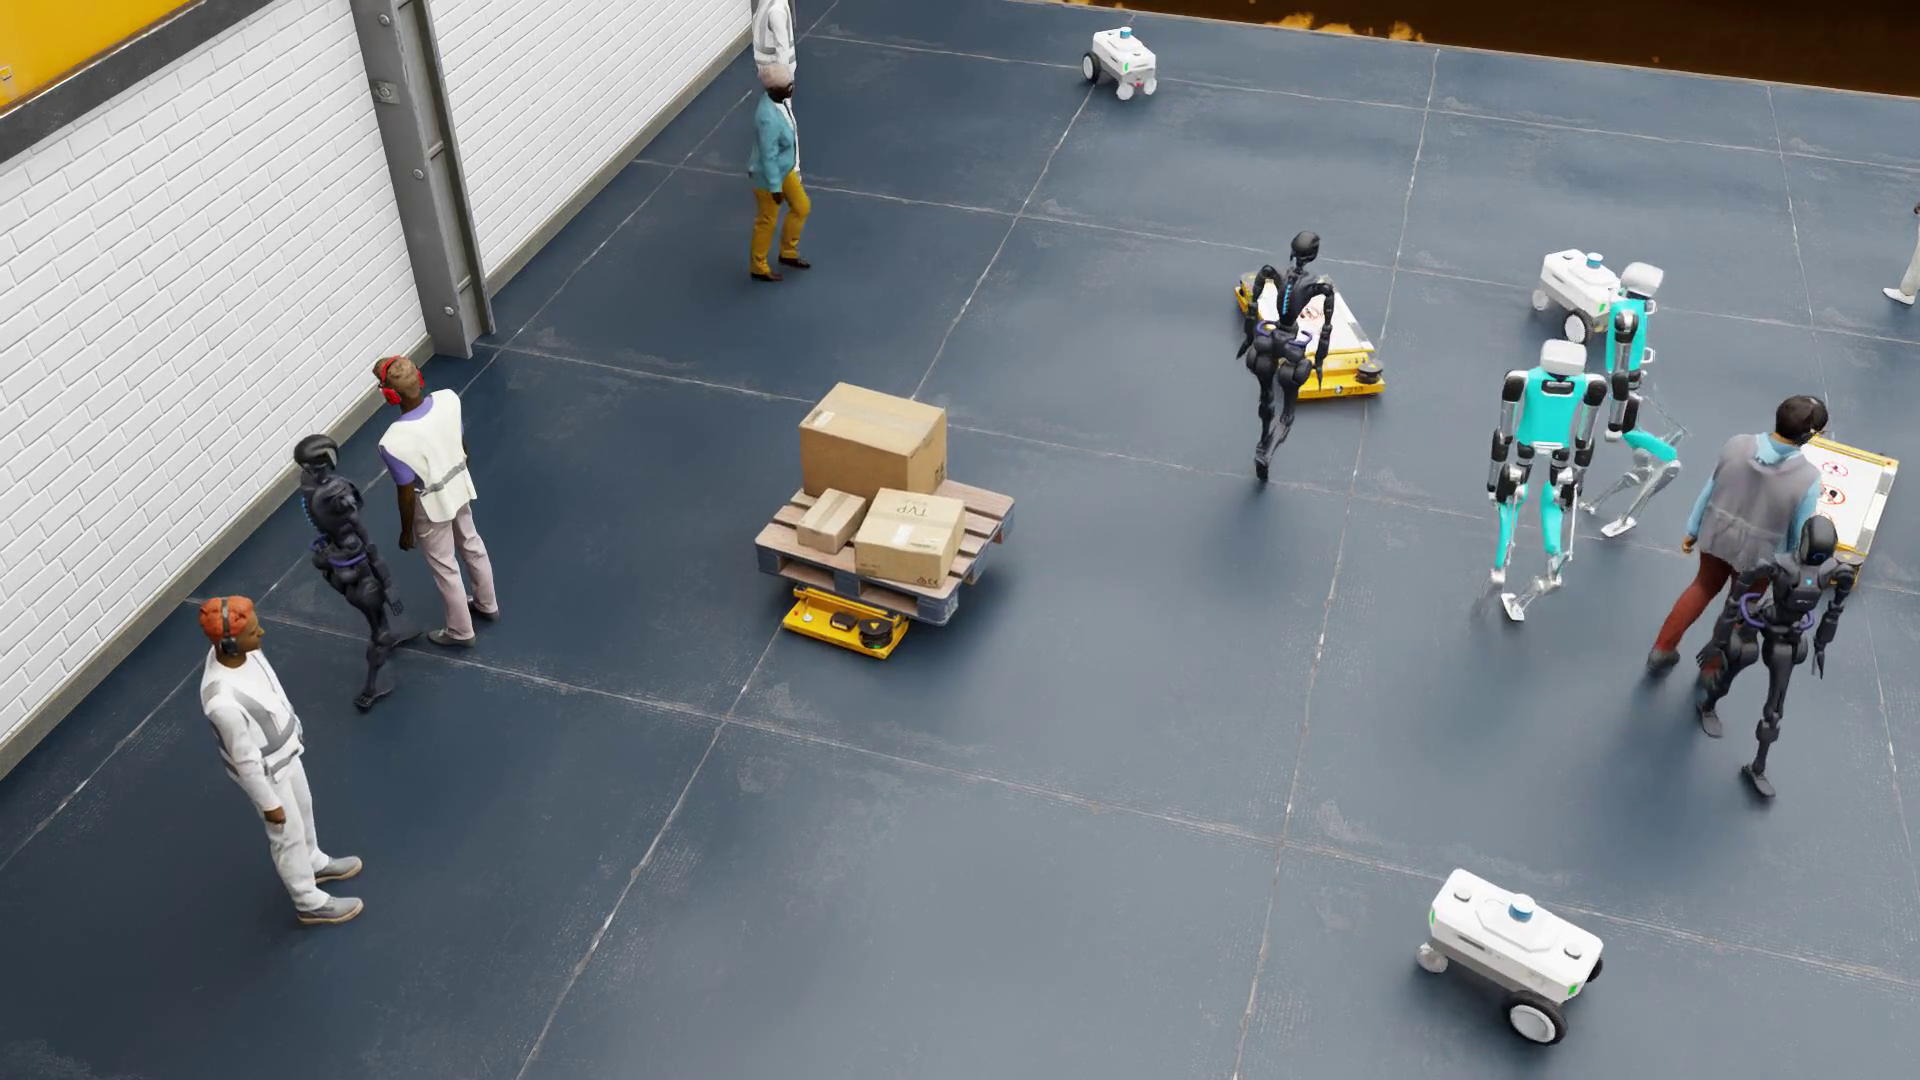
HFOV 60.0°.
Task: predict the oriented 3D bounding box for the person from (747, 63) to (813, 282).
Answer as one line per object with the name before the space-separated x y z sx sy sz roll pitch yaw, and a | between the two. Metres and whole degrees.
person | -1.336 -2.664 12.147 0.573 1.723 0.549 5 39 6

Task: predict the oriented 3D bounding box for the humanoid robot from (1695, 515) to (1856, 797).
humanoid robot | 4.043 0.496 8.290 0.610 1.619 0.721 3 39 4

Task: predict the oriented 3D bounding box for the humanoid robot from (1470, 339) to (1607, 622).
humanoid robot | 3.137 -0.169 9.083 0.554 1.840 0.661 6 39 7

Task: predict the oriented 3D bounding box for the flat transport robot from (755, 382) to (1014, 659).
flat transport robot | -0.417 0.126 9.848 0.659 0.231 1.431 16 42 19

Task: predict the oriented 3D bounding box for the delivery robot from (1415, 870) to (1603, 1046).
delivery robot | 2.491 1.836 7.498 0.805 0.601 0.499 25 45 28

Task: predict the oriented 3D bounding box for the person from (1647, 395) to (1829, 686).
person | 4.098 0.028 8.694 0.501 1.862 0.573 -26 45 -28

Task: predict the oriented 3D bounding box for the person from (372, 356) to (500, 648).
person | -2.815 -0.187 8.986 0.389 1.837 0.562 16 41 18

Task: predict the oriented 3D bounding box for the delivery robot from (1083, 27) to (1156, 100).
delivery robot | 1.485 -4.407 15.271 0.499 0.611 0.783 -14 41 -17

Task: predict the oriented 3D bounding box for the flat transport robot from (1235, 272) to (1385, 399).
flat transport robot | 2.472 -1.482 11.847 0.659 0.231 1.431 -5 39 -7

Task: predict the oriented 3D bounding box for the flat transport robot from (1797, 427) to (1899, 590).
flat transport robot | 5.344 -0.241 10.304 0.659 0.231 1.431 22 44 25

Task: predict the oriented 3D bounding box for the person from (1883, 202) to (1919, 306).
person | 7.124 -2.447 11.954 0.513 1.637 0.312 -9 40 -11

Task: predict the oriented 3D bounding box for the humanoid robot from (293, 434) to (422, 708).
humanoid robot | -3.162 0.125 8.741 0.584 1.632 0.578 28 47 30

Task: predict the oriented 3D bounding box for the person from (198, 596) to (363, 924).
person | -3.078 0.993 7.488 0.386 1.881 0.575 -7 39 -9

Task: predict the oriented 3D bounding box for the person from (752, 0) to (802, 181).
person | -1.494 -3.797 13.439 0.337 1.882 0.583 -7 39 -9

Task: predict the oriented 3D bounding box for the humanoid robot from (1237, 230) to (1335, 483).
humanoid robot | 1.962 -1.144 10.322 0.593 1.636 0.635 20 43 23

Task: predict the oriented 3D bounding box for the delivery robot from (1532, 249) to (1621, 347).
delivery robot | 4.520 -1.760 11.980 0.499 0.614 0.812 -14 41 -17

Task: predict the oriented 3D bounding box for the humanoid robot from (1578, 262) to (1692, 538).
humanoid robot | 4.058 -0.762 9.778 0.797 1.773 0.530 14 41 17
